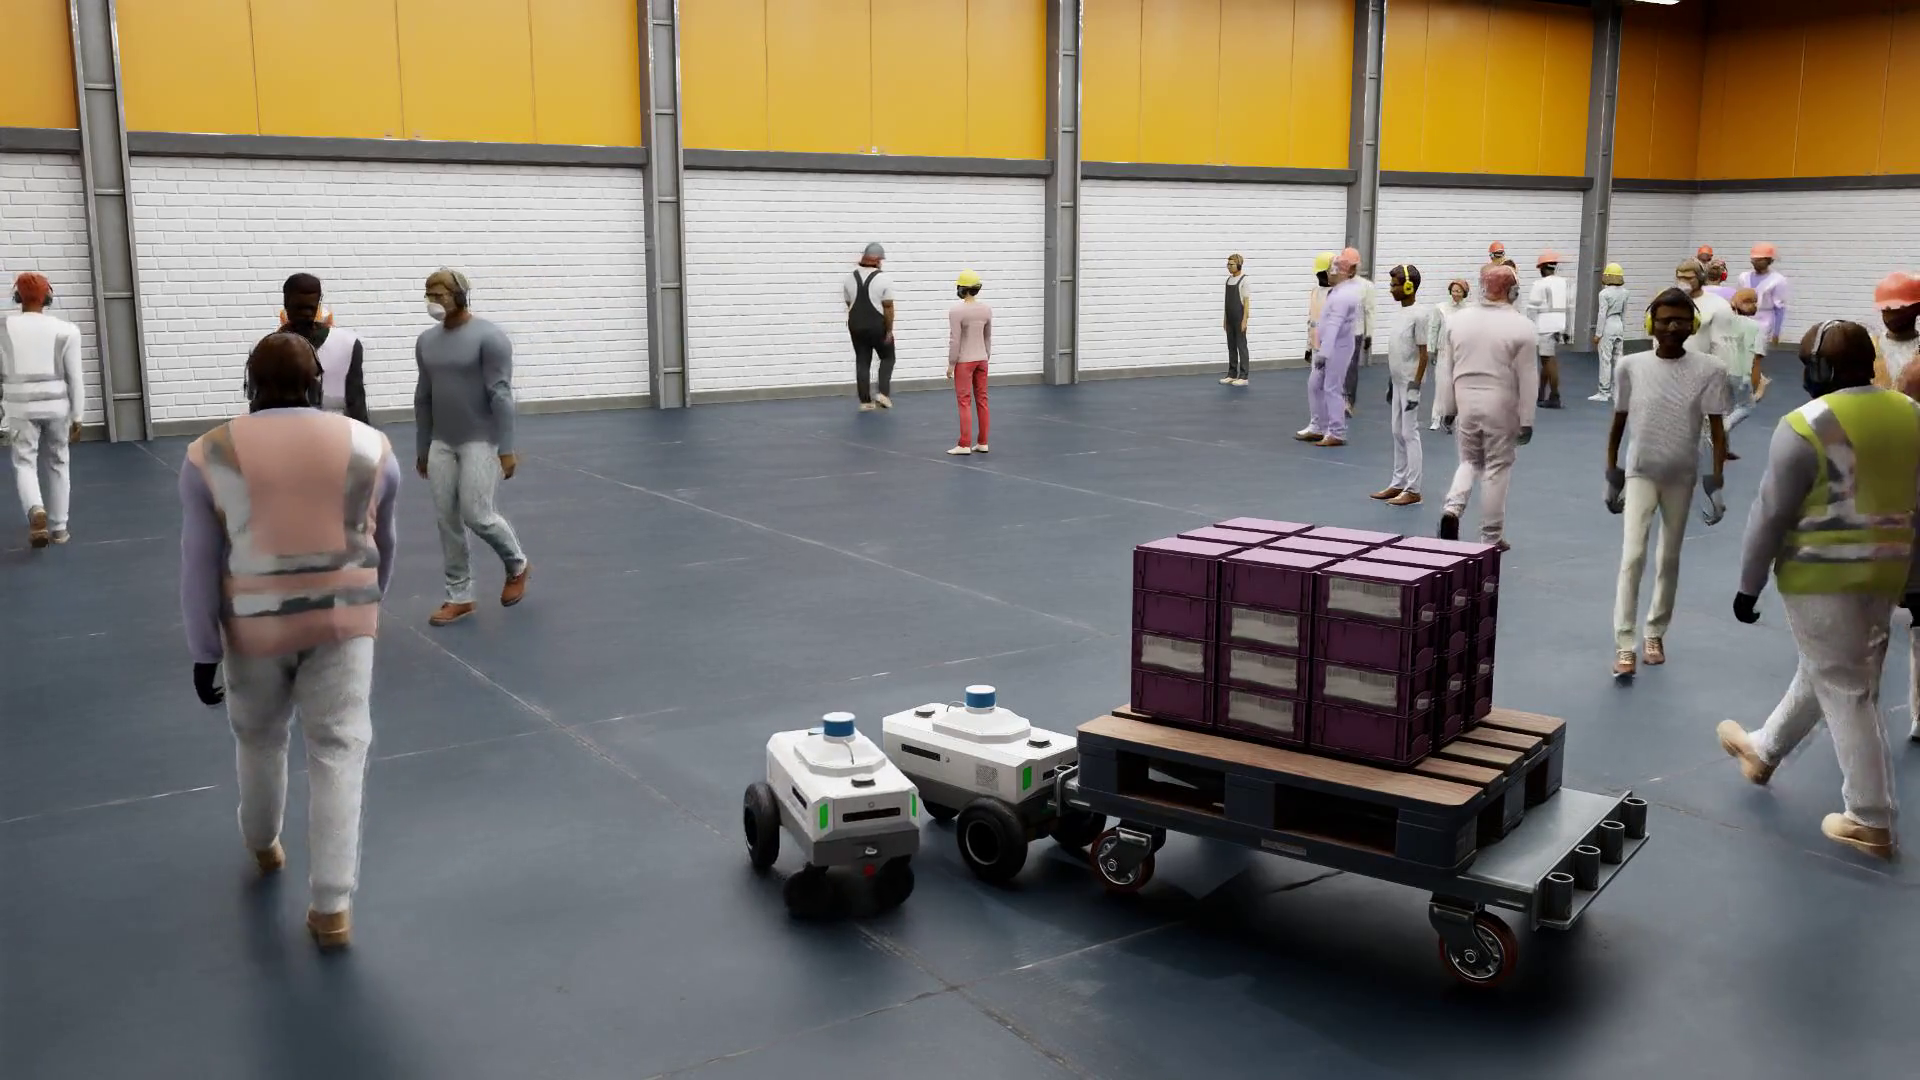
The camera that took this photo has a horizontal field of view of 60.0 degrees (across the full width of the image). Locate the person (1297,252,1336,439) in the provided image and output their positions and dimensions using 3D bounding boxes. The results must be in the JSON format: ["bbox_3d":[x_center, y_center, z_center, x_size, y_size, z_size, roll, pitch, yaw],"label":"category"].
[{"bbox_3d":[3.790,-2.010,17.228,0.381,1.918,0.584,-6,12,-30],"label":"person"}]

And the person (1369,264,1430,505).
[{"bbox_3d":[3.448,-1.199,12.932,0.327,1.865,0.517,-1,10,-7],"label":"person"}]

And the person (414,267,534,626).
[{"bbox_3d":[-2.669,-0.510,9.000,0.648,1.917,0.588,5,12,27],"label":"person"}]

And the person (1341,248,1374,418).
[{"bbox_3d":[4.439,-2.395,19.274,0.638,1.938,1.025,5,11,24],"label":"person"}]

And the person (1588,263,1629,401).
[{"bbox_3d":[8.266,-2.643,21.181,0.487,1.744,0.297,-6,12,-29],"label":"person"}]

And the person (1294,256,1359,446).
[{"bbox_3d":[3.630,-1.861,16.518,0.628,1.884,0.711,0,10,2],"label":"person"}]

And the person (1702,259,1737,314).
[{"bbox_3d":[7.668,-1.937,17.032,0.563,1.844,0.389,6,12,28],"label":"person"}]

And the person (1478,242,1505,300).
[{"bbox_3d":[8.822,-3.917,27.474,0.612,1.994,0.382,-3,11,-17],"label":"person"}]

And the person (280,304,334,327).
[{"bbox_3d":[-6.515,-1.795,16.655,0.541,1.696,0.316,-8,13,-39],"label":"person"}]

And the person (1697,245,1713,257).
[{"bbox_3d":[12.533,-4.003,28.118,0.544,1.933,0.376,5,11,24],"label":"person"}]

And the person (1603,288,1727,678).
[{"bbox_3d":[3.323,-0.255,7.844,0.516,1.835,0.880,4,11,19],"label":"person"}]

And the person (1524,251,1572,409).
[{"bbox_3d":[7.144,-2.572,20.352,0.575,1.890,0.801,-6,12,-28],"label":"person"}]

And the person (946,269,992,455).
[{"bbox_3d":[0.086,-1.693,15.899,0.526,1.772,0.304,-9,14,-42],"label":"person"}]

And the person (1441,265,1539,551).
[{"bbox_3d":[3.442,-0.835,10.849,0.490,1.893,0.668,-9,14,-42],"label":"person"}]

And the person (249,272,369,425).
[{"bbox_3d":[-3.479,-0.485,8.935,0.641,1.894,0.520,-1,10,-5],"label":"person"}]

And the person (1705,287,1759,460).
[{"bbox_3d":[7.132,-1.523,15.384,0.419,1.617,0.505,-3,11,-16],"label":"person"}]

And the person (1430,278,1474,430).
[{"bbox_3d":[5.314,-1.989,17.879,0.512,1.639,0.311,3,11,16],"label":"person"}]

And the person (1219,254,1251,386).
[{"bbox_3d":[3.876,-3.088,23.365,0.334,1.841,0.505,-6,12,-30],"label":"person"}]

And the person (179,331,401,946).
[{"bbox_3d":[-2.039,0.264,5.112,0.630,1.786,0.983,-5,11,-25],"label":"person"}]

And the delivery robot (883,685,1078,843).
[{"bbox_3d":[0.068,0.737,5.650,0.707,0.478,0.477,9,14,42],"label":"delivery robot"}]

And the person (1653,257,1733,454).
[{"bbox_3d":[5.797,-1.282,13.231,0.482,1.919,0.623,-10,14,-43],"label":"person"}]

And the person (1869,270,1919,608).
[{"bbox_3d":[4.951,-0.468,8.820,0.547,1.912,0.596,8,13,37],"label":"person"}]

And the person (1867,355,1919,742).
[{"bbox_3d":[3.852,0.055,6.750,0.545,1.609,0.729,8,13,38],"label":"person"}]

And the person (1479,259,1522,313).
[{"bbox_3d":[6.004,-2.191,18.483,0.532,1.818,0.960,-2,10,-9],"label":"person"}]

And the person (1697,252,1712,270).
[{"bbox_3d":[11.398,-3.498,25.618,0.429,1.837,0.634,-7,13,-35],"label":"person"}]

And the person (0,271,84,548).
[{"bbox_3d":[-6.129,-0.854,11.066,0.578,1.858,0.751,-6,12,-29],"label":"person"}]

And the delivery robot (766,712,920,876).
[{"bbox_3d":[-0.384,0.796,5.326,0.477,0.478,0.707,-4,11,-20],"label":"delivery robot"}]

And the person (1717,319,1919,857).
[{"bbox_3d":[2.998,0.128,5.863,0.638,1.786,0.974,-3,11,-18],"label":"person"}]

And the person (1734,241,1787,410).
[{"bbox_3d":[9.594,-2.563,19.961,0.662,2.026,0.634,-6,12,-30],"label":"person"}]

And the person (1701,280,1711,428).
[{"bbox_3d":[8.126,-2.043,18.222,0.282,1.628,0.506,-10,14,-43],"label":"person"}]

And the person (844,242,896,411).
[{"bbox_3d":[-1.053,-2.564,19.929,0.685,2.000,0.540,5,11,23],"label":"person"}]
